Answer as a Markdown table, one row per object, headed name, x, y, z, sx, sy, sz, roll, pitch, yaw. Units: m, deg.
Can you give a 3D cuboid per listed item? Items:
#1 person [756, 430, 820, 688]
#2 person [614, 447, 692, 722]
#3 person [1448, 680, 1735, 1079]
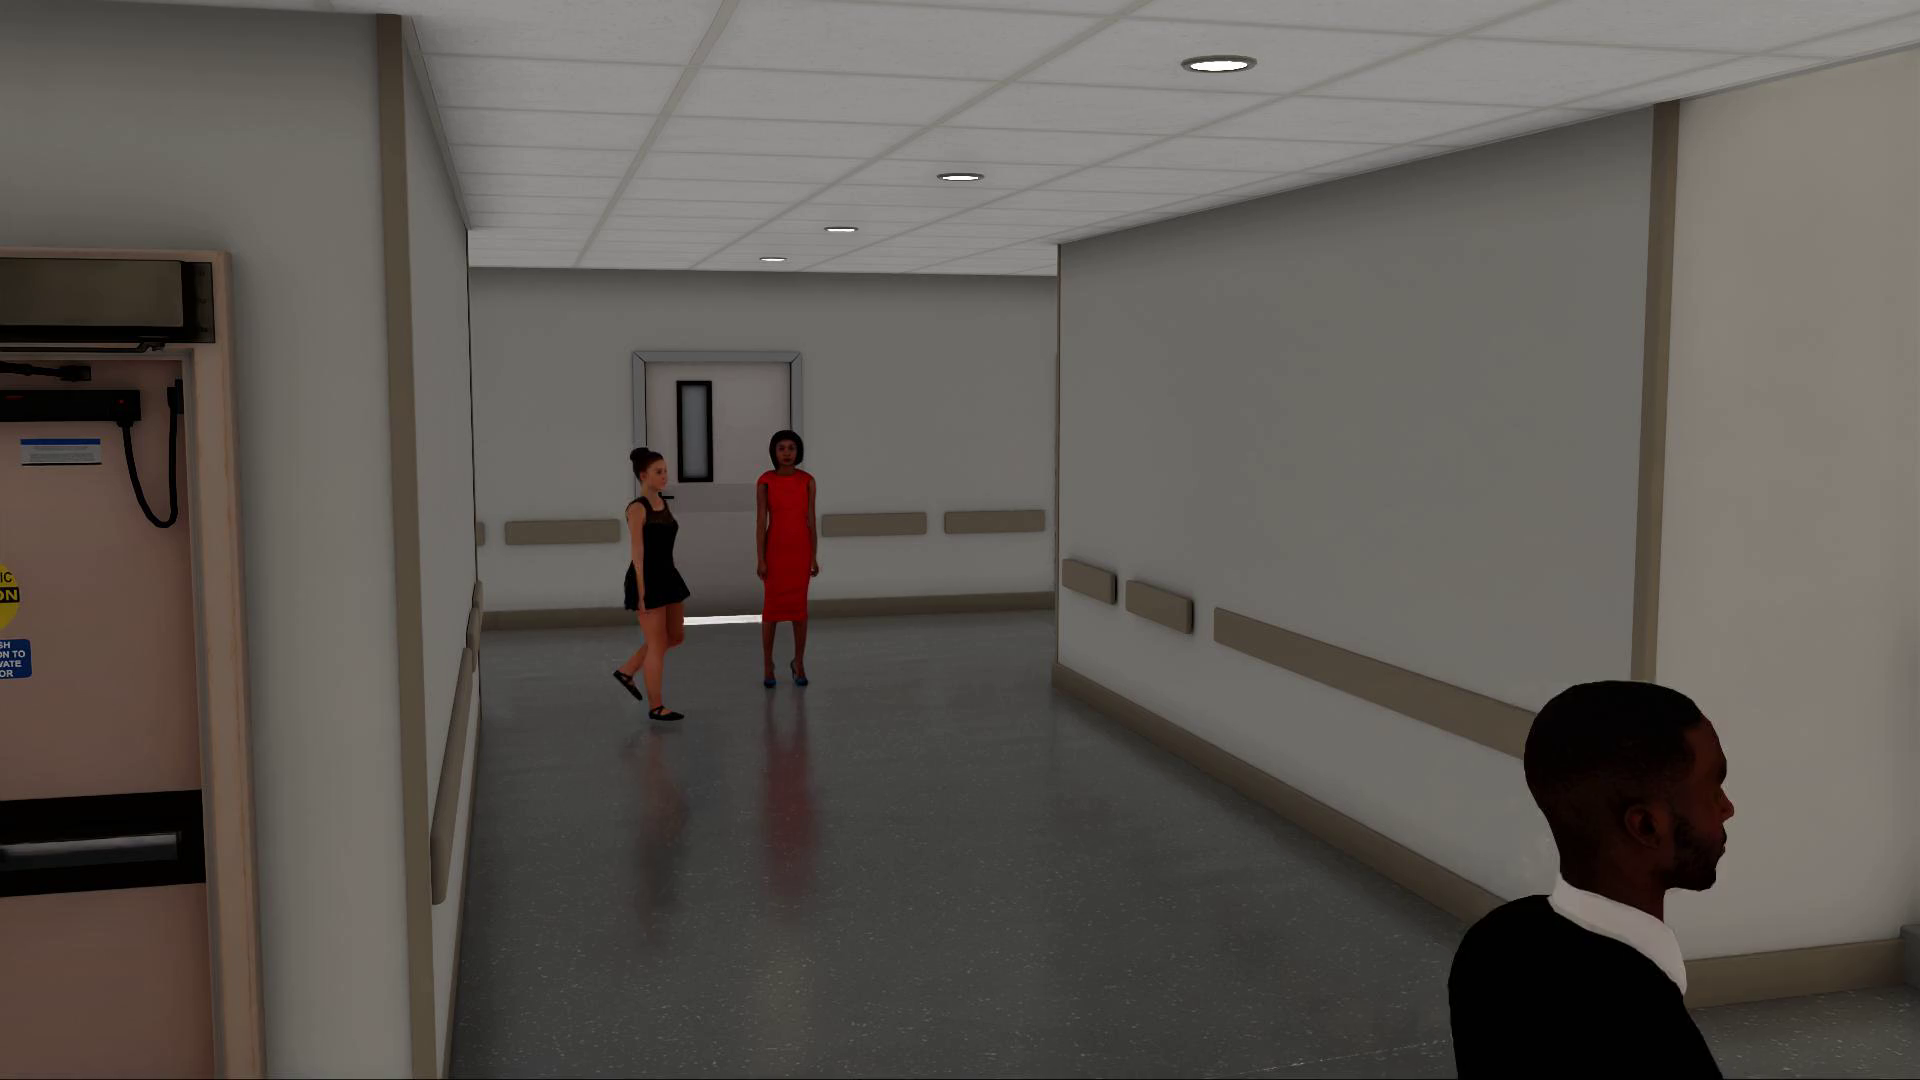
| name | x | y | z | sx | sy | sz | roll | pitch | yaw |
| --- | --- | --- | --- | --- | --- | --- | --- | --- | --- |
| person | -1.179 | 0.122 | 11.339 | 0.447 | 1.743 | 0.640 | -2 | 6 | -17 |
| person | -1.945 | 0.280 | 10.172 | 0.870 | 1.663 | 0.792 | 2 | 6 | 20 |
| person | 0.576 | 1.058 | 1.869 | 1.216 | 1.776 | 0.734 | -1 | 6 | -10 |
